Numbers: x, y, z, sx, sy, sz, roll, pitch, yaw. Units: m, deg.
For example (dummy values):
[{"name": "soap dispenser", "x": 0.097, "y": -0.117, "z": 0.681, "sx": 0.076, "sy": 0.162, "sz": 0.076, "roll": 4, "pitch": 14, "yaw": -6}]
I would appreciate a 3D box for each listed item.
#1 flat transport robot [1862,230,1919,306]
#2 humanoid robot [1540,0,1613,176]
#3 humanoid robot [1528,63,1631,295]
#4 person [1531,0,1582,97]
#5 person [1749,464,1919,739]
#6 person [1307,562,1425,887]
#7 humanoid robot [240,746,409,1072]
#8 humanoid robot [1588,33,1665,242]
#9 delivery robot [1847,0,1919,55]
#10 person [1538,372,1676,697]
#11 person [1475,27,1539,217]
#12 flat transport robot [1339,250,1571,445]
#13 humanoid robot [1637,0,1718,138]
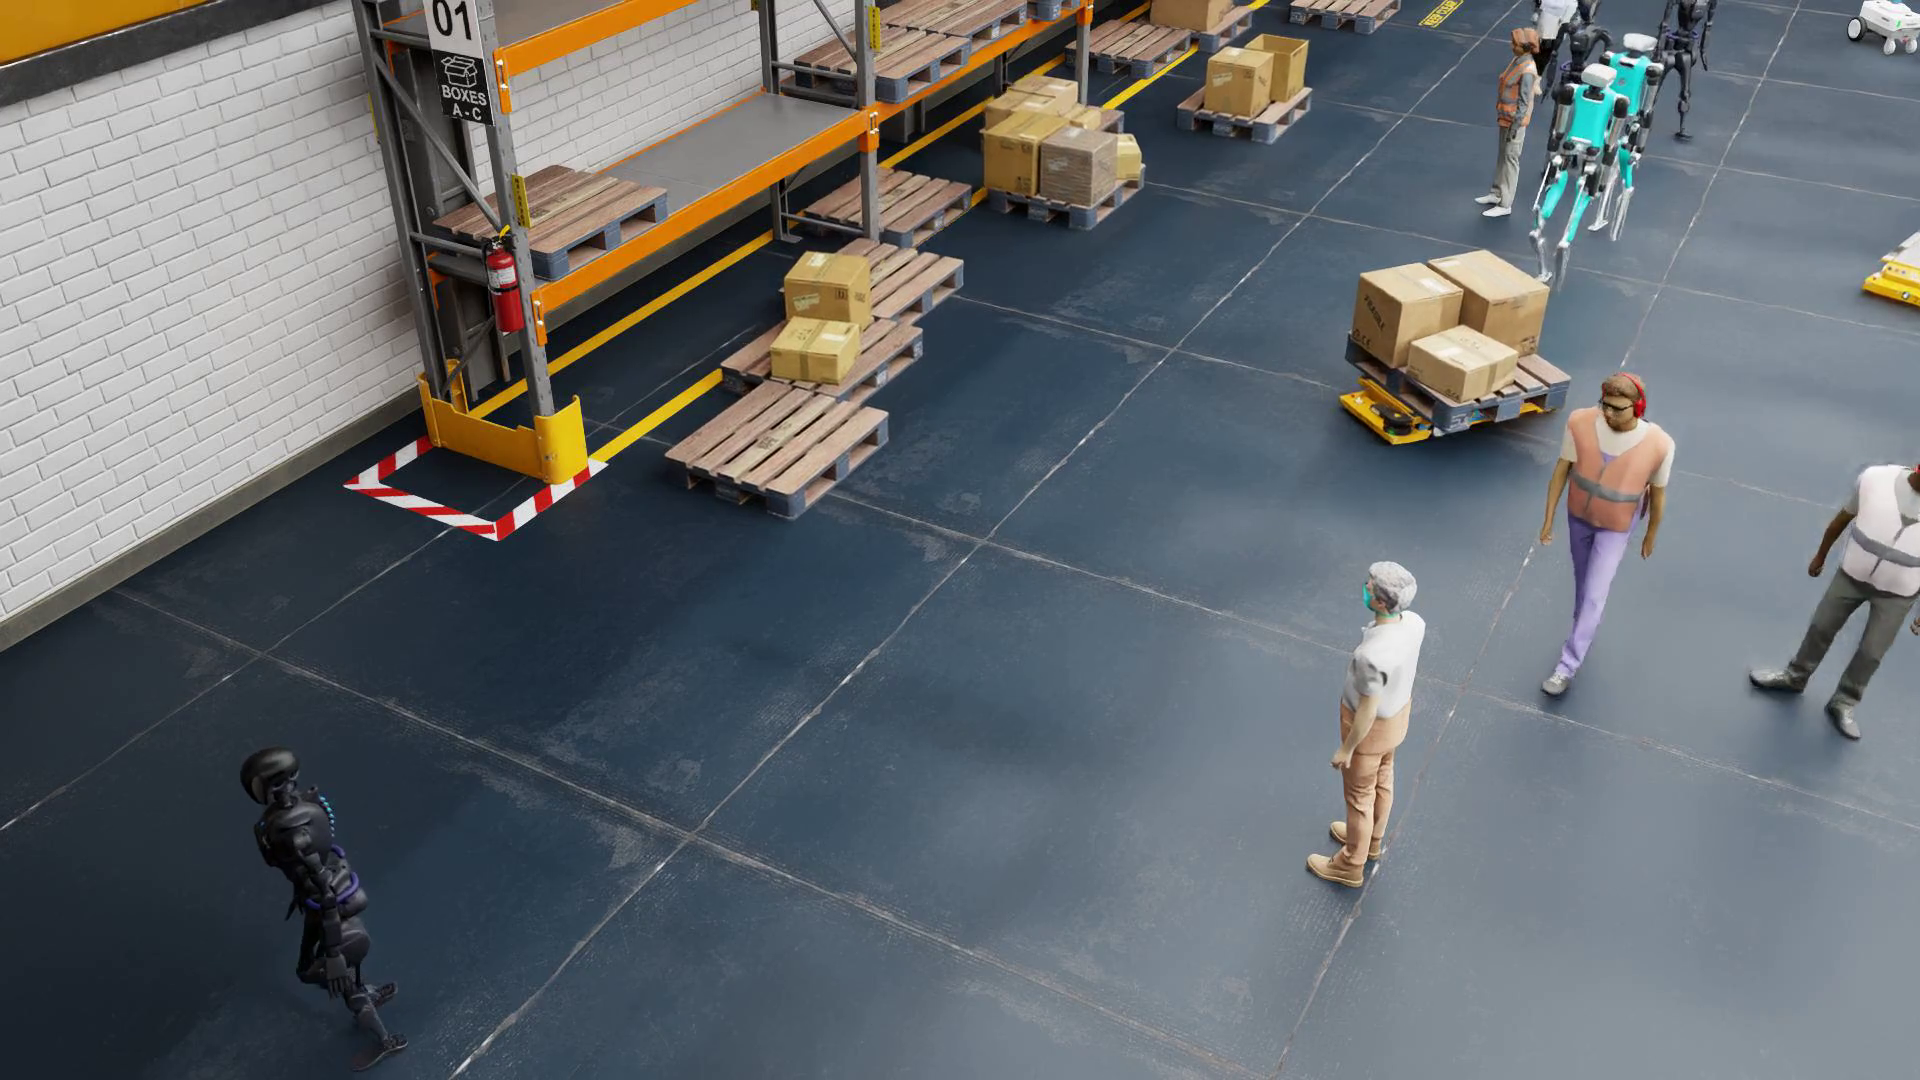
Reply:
[{"name": "flat transport robot", "x": 7.964, "y": -2.225, "z": 13.514, "sx": 1.431, "sy": 0.231, "sz": 0.659, "roll": -28, "pitch": 43, "yaw": -36}, {"name": "humanoid robot", "x": 5.601, "y": -4.116, "z": 15.113, "sx": 0.597, "sy": 1.662, "sz": 0.457, "roll": 25, "pitch": 41, "yaw": 32}, {"name": "humanoid robot", "x": 4.744, "y": -2.720, "z": 13.032, "sx": 0.539, "sy": 1.894, "sz": 0.733, "roll": 22, "pitch": 39, "yaw": 29}, {"name": "person", "x": 6.122, "y": -5.379, "z": 17.009, "sx": 0.568, "sy": 1.670, "sz": 0.366, "roll": -10, "pitch": 35, "yaw": -14}, {"name": "person", "x": 4.613, "y": 0.195, "z": 8.464, "sx": 0.731, "sy": 1.801, "sz": 0.415, "roll": 24, "pitch": 40, "yaw": 31}, {"name": "person", "x": 1.860, "y": 0.835, "z": 7.543, "sx": 0.320, "sy": 1.748, "sz": 0.481, "roll": 23, "pitch": 40, "yaw": 31}, {"name": "humanoid robot", "x": -2.508, "y": 1.480, "z": 6.633, "sx": 0.372, "sy": 1.648, "sz": 0.600, "roll": -21, "pitch": 39, "yaw": -29}, {"name": "humanoid robot", "x": 5.571, "y": -3.366, "z": 13.956, "sx": 0.539, "sy": 1.852, "sz": 0.685, "roll": 27, "pitch": 42, "yaw": 35}, {"name": "delivery robot", "x": 10.429, "y": -5.806, "z": 18.691, "sx": 0.499, "sy": 0.614, "sz": 0.808, "roll": -5, "pitch": 34, "yaw": -8}, {"name": "person", "x": 3.347, "y": -0.050, "z": 8.832, "sx": 0.562, "sy": 1.798, "sz": 0.902, "roll": 29, "pitch": 43, "yaw": 36}, {"name": "person", "x": 4.765, "y": -3.611, "z": 14.367, "sx": 0.309, "sy": 1.640, "sz": 0.514, "roll": 3, "pitch": 34, "yaw": 4}, {"name": "flat transport robot", "x": 3.455, "y": -1.017, "z": 11.687, "sx": 1.431, "sy": 0.231, "sz": 0.659, "roll": -13, "pitch": 36, "yaw": -19}, {"name": "humanoid robot", "x": 6.938, "y": -4.694, "z": 15.993, "sx": 0.599, "sy": 1.627, "sz": 0.714, "roll": -6, "pitch": 34, "yaw": -9}]
